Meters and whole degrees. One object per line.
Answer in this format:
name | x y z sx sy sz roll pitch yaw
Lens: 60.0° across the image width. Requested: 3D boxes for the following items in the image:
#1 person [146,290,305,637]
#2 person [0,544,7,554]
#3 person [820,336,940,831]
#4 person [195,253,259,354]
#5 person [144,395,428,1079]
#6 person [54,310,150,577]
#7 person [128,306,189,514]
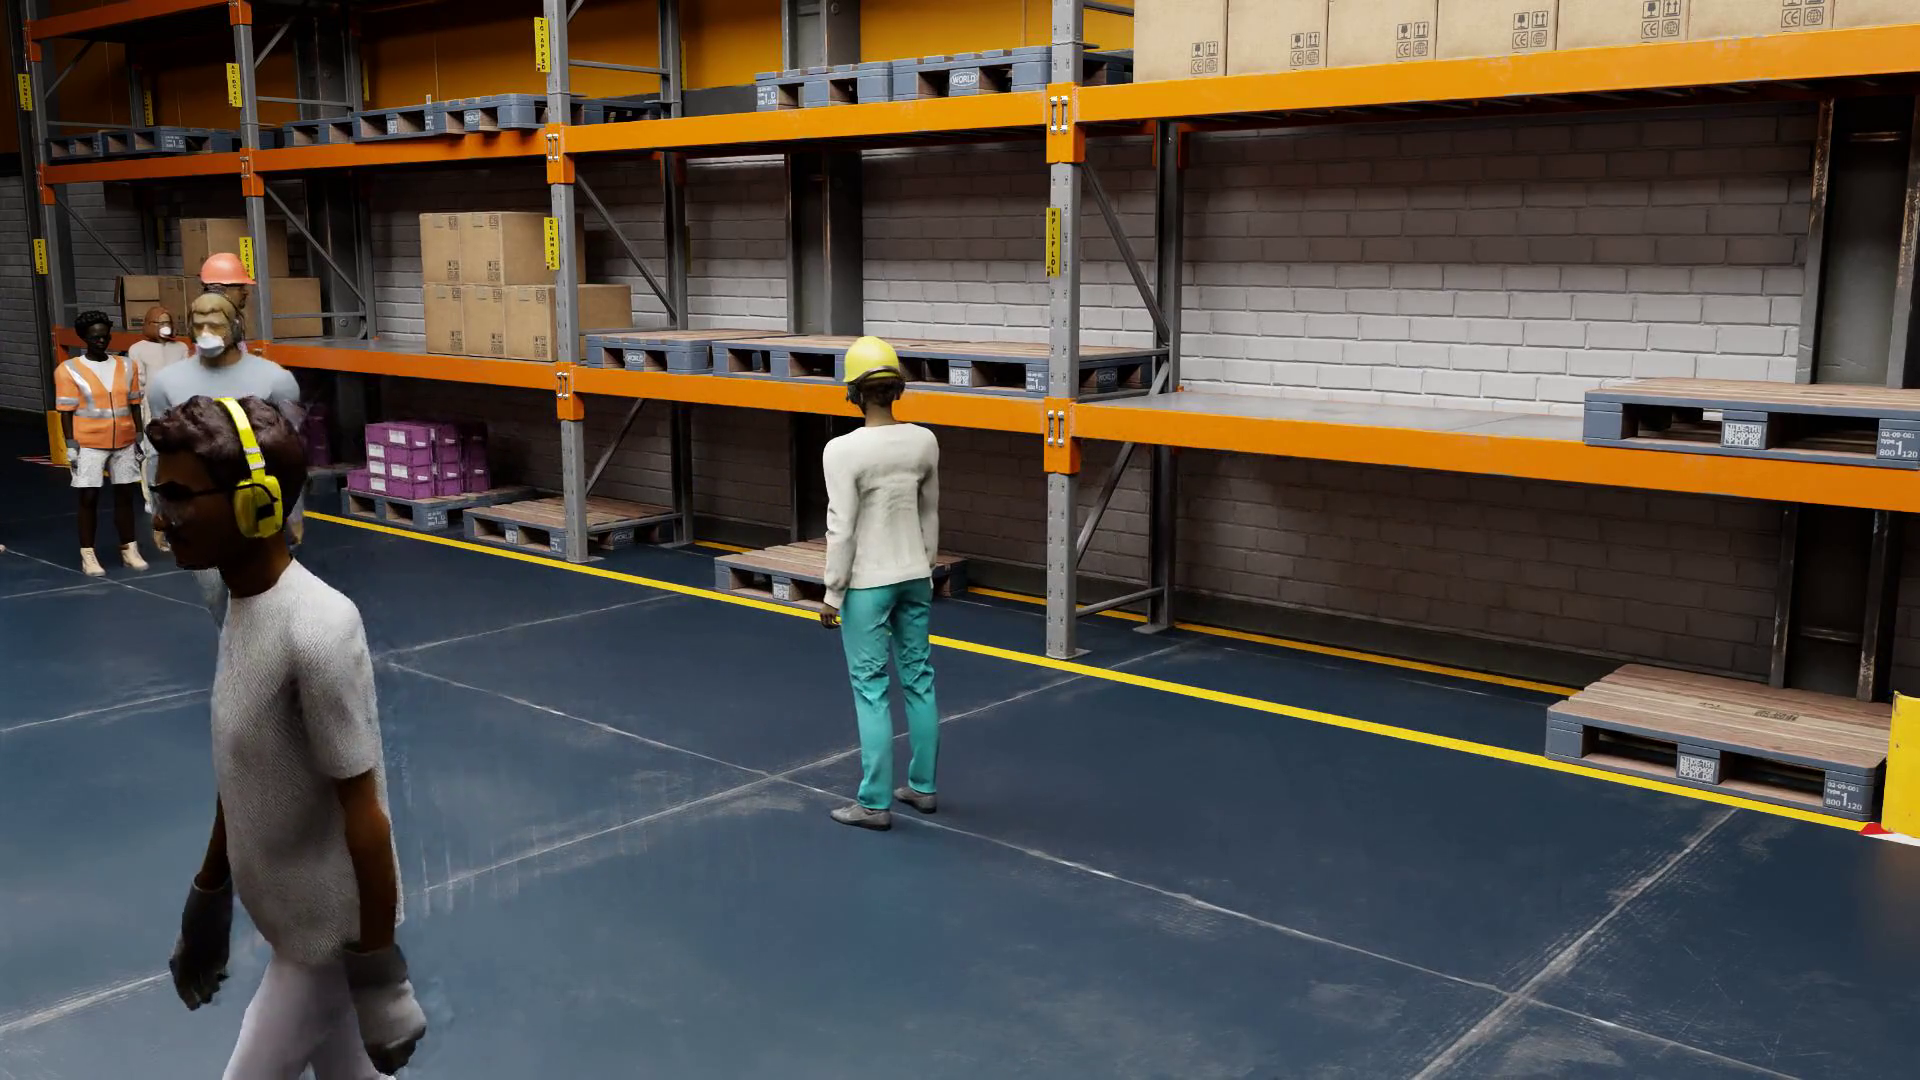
person | -3.218 -0.150 7.340 0.642 1.906 0.956 -1 10 -7
person | -6.766 -0.720 11.174 0.570 1.693 0.317 1 10 8
person | -0.293 0.156 5.978 0.528 1.765 0.328 -9 14 -43
person | -4.415 -0.710 10.122 0.393 2.041 0.632 -4 11 -23
person | -1.218 0.684 2.766 0.850 1.829 0.541 -5 11 -29
person | -5.450 -0.610 10.565 0.321 1.690 0.522 7 12 36
person | -6.253 -1.016 13.056 0.284 1.627 0.493 6 12 32
